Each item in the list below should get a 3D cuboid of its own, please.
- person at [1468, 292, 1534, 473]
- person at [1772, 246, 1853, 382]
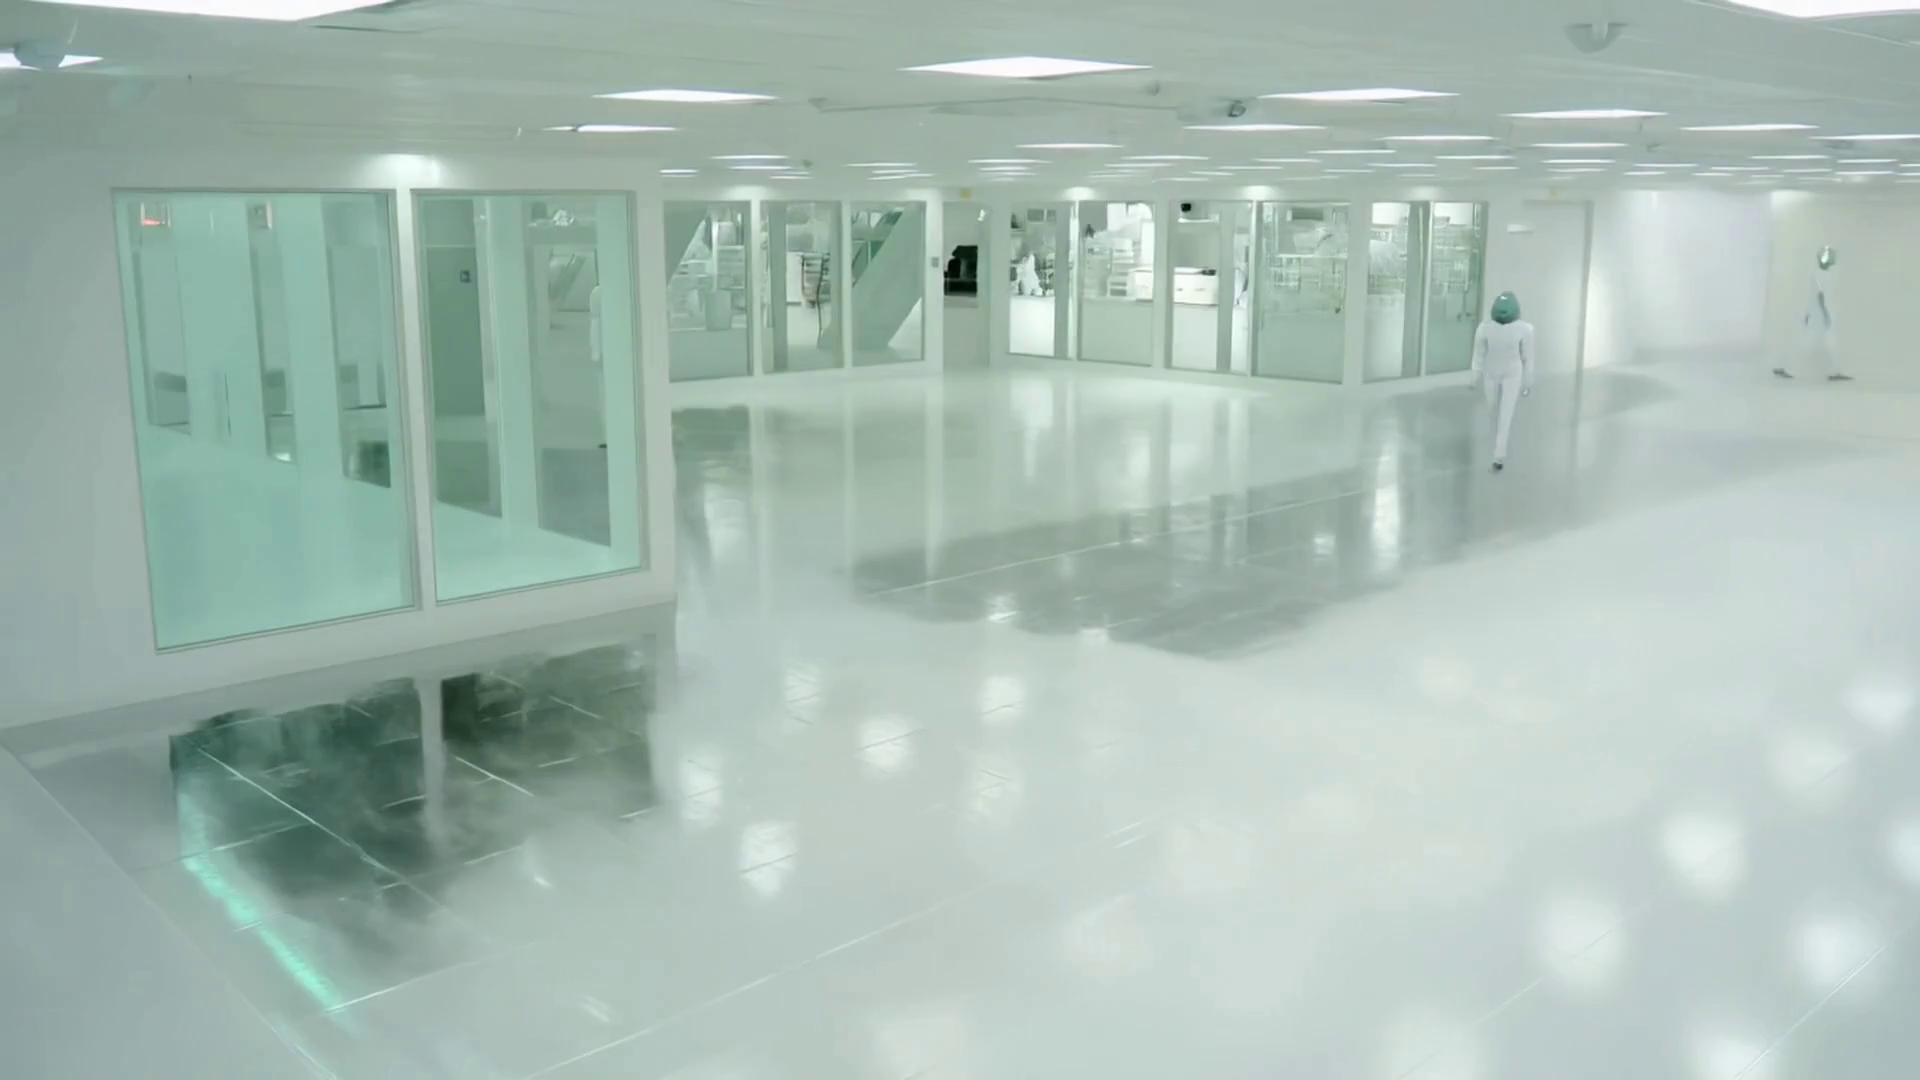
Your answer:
[{"bbox_3d":[4.798,-1.404,14.795,0.518,1.579,0.868,6,13,28],"label":"person"},{"bbox_3d":[11.556,-3.042,22.454,0.990,1.822,0.540,5,12,23],"label":"person"}]
